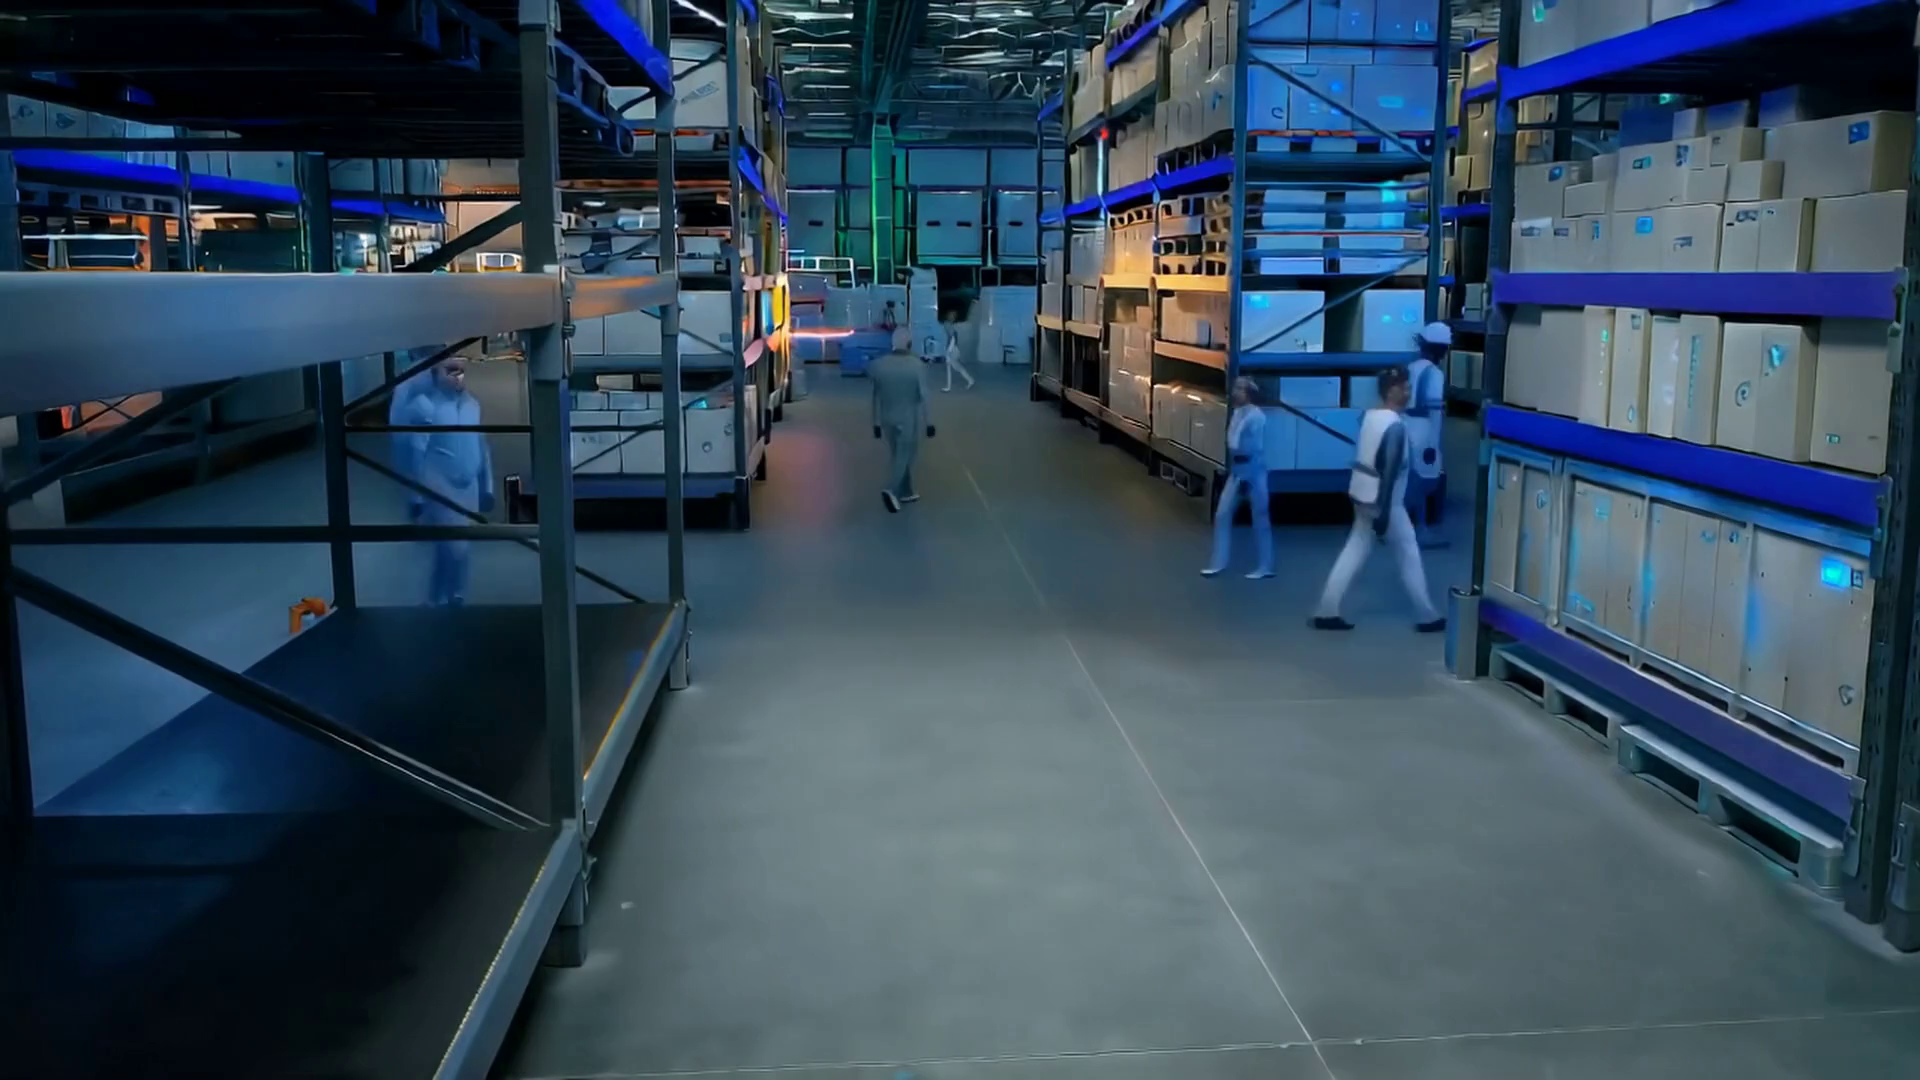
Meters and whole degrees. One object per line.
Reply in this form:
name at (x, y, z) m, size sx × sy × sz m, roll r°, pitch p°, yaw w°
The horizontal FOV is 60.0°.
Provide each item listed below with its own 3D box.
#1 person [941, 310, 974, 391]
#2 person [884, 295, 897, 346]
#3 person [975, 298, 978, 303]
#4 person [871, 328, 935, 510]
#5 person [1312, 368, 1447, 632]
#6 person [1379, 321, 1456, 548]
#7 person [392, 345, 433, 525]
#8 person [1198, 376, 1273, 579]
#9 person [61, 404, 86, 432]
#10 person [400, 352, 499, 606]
person at (-0.062, -3.935, 34.588) m, size 0.600 × 1.684 × 0.534 m, roll -1°, pitch 9°, yaw -5°
person at (-1.862, -5.329, 42.681) m, size 0.943 × 1.911 × 0.551 m, roll -2°, pitch 9°, yaw -10°
person at (0.883, -8.495, 62.608) m, size 0.636 × 1.894 × 1.031 m, roll 4°, pitch 10°, yaw 26°
person at (-0.613, -1.255, 17.196) m, size 0.642 × 1.879 × 0.934 m, roll 4°, pitch 10°, yaw 26°
person at (2.859, -0.260, 11.156) m, size 0.974 × 1.797 × 0.568 m, roll -1°, pitch 9°, yaw -6°
person at (3.957, -0.896, 14.472) m, size 0.703 × 2.017 × 0.604 m, roll -2°, pitch 9°, yaw -12°
person at (-4.853, -0.951, 15.200) m, size 0.999 × 1.900 × 0.644 m, roll 6°, pitch 11°, yaw 32°
person at (2.183, -0.478, 13.078) m, size 0.686 × 1.612 × 0.522 m, roll -3°, pitch 9°, yaw -16°
person at (-13.317, -2.403, 24.921) m, size 0.534 × 1.698 × 0.318 m, roll 2°, pitch 9°, yaw 15°
person at (-3.434, -0.336, 11.345) m, size 0.475 × 1.893 × 0.653 m, roll 4°, pitch 10°, yaw 23°
